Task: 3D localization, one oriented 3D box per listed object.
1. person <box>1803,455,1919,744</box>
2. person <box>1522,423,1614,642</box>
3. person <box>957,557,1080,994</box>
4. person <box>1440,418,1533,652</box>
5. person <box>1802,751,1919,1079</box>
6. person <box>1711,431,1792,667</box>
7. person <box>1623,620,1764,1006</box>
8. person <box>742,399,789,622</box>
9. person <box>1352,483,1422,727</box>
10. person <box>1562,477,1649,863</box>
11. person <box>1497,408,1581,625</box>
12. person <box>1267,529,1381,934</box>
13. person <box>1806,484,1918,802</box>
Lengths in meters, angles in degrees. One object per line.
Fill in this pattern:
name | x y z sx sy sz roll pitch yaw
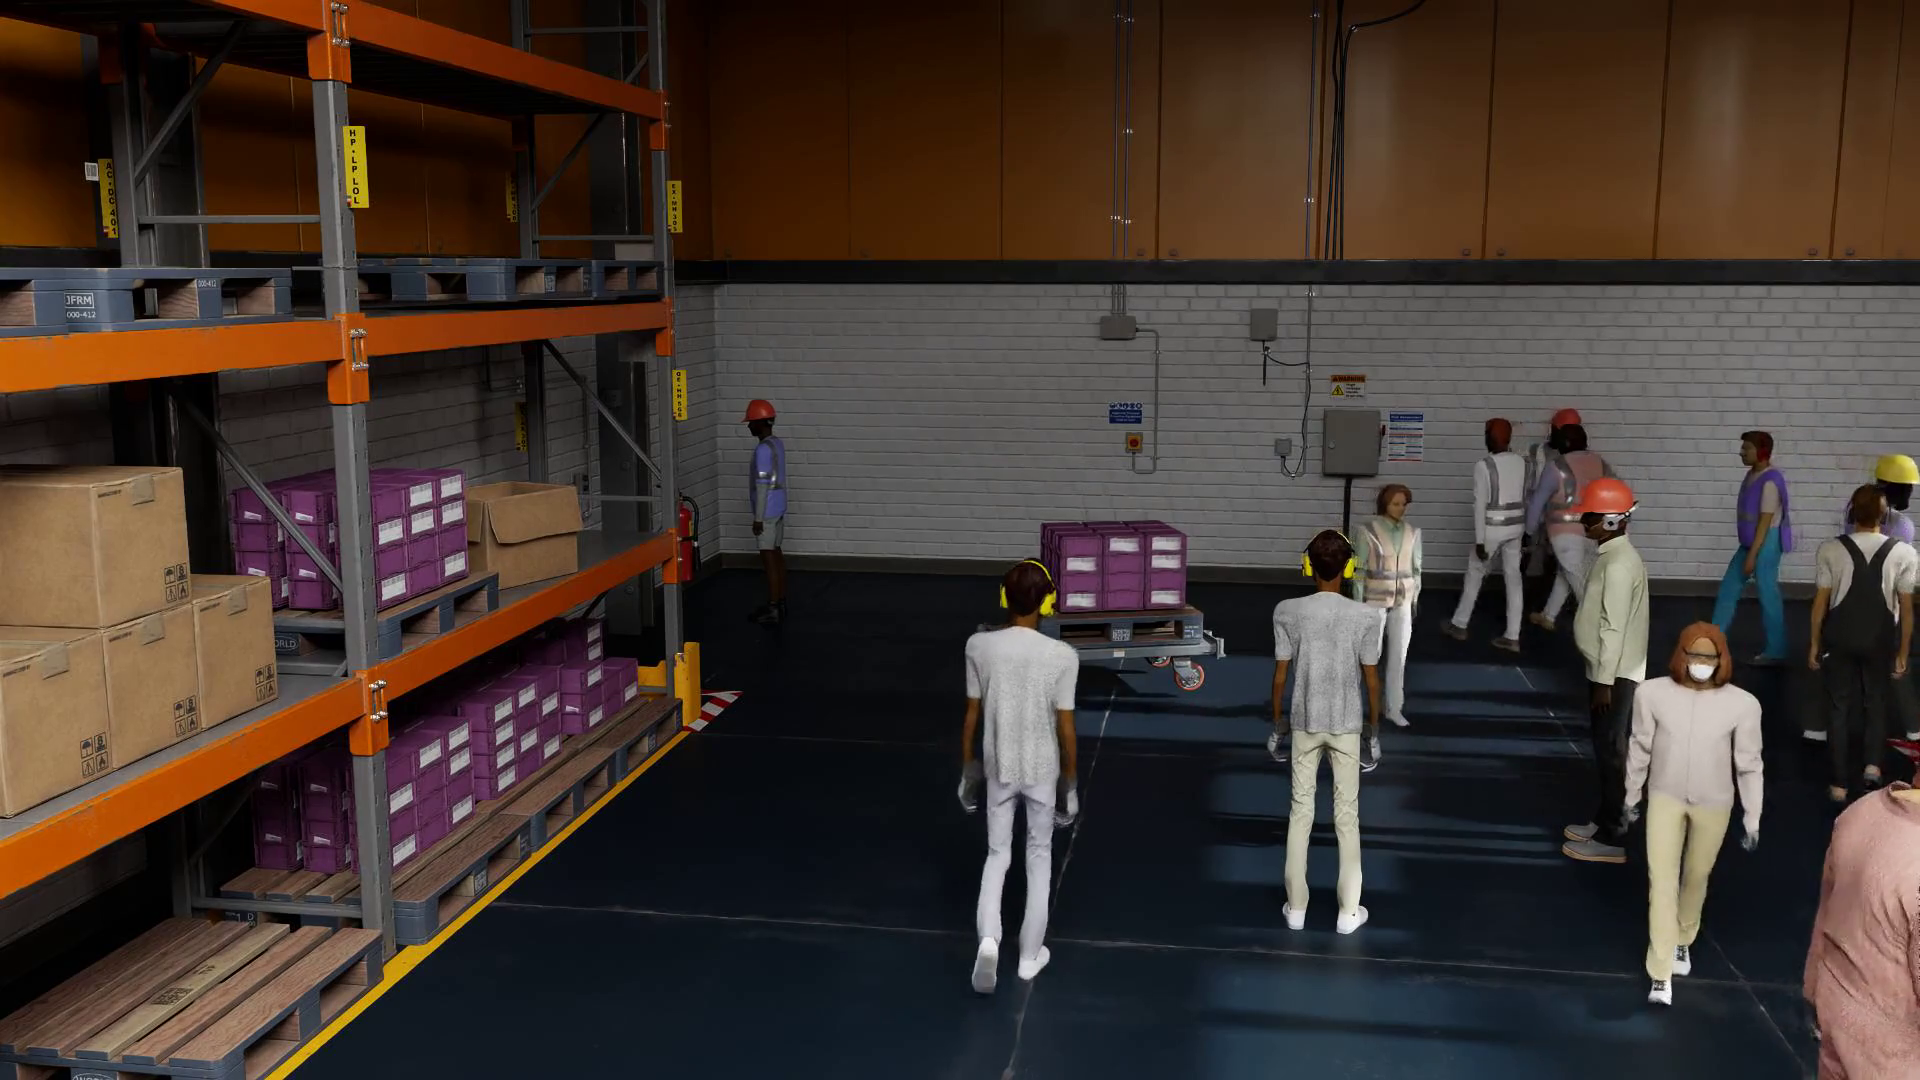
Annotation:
person | 5.860 0.391 10.584 0.974 1.873 0.604 -2 9 -10
person | 5.051 -0.060 13.711 0.634 1.788 1.000 -3 10 -19
person | 0.236 0.996 6.945 0.535 1.850 0.633 3 10 15
person | 4.293 -0.067 13.477 0.585 1.844 0.895 -3 10 -18
person | 2.566 1.374 4.592 0.398 1.875 0.796 1 9 8
person | 5.951 0.076 12.702 0.840 1.811 0.601 1 9 8
person | 3.039 1.127 6.904 0.521 1.581 0.847 4 10 22
person | -1.693 -0.255 14.420 0.380 1.929 0.541 1 9 6
person | 2.847 0.416 11.187 0.527 1.624 0.533 -3 10 -16
person | 3.326 0.663 8.597 0.408 1.987 0.607 3 10 17
person | 4.990 -0.190 14.131 0.626 1.888 0.469 5 10 28
person | 1.672 0.877 7.636 0.519 1.865 0.328 3 10 17
person | 5.097 0.599 9.437 0.505 1.834 0.437 4 10 21
